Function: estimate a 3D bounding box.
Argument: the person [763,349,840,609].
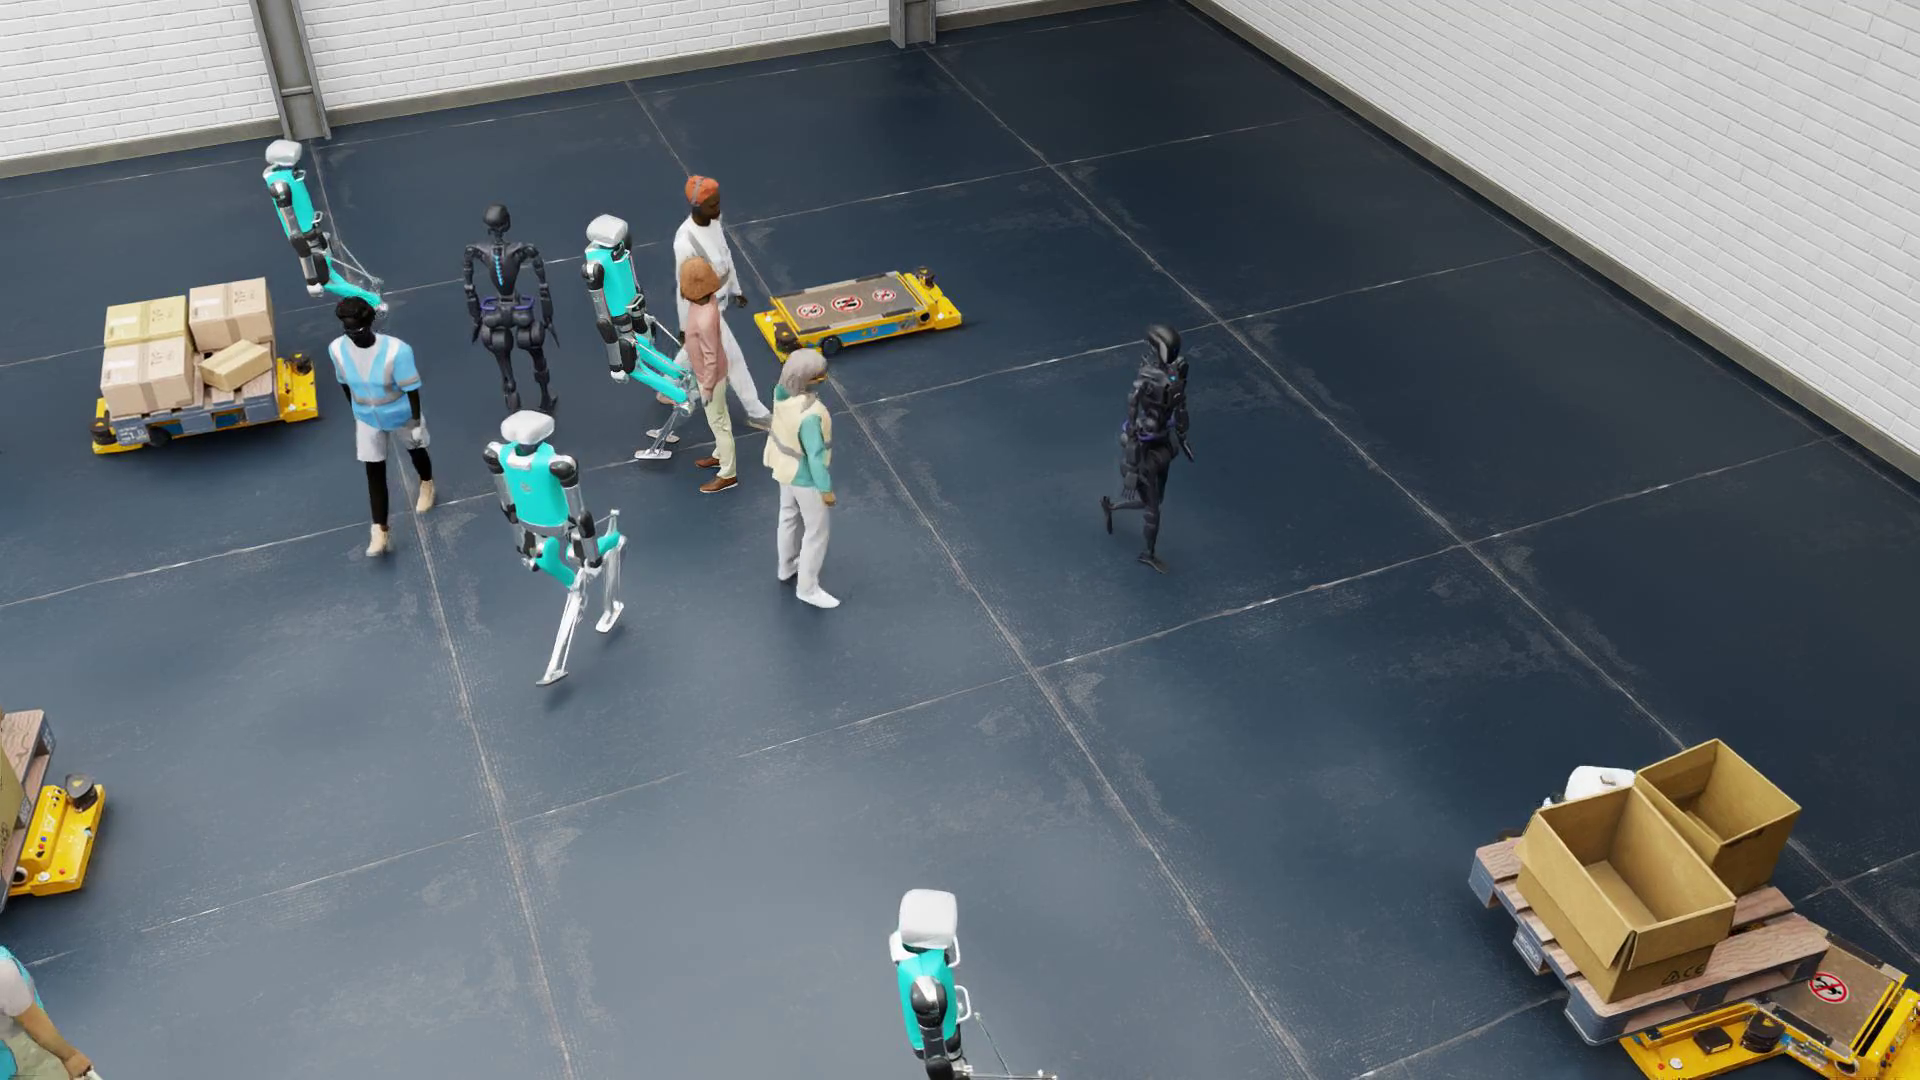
[{"bbox_3d":[-0.916,-0.367,9.580,0.372,1.698,0.559,-17,41,-20],"label":"person"}]

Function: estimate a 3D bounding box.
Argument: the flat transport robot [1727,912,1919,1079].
[{"bbox_3d":[3.747,2.005,7.664,1.431,0.231,0.659,31,47,34],"label":"flat transport robot"}]

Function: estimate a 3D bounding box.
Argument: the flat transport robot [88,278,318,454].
[{"bbox_3d":[-5.225,-0.958,11.521,1.431,0.231,0.659,-12,39,-15],"label":"flat transport robot"}]

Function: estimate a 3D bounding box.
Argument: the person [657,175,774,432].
[{"bbox_3d":[-1.680,-1.587,11.058,0.988,1.832,0.586,6,38,8],"label":"person"}]

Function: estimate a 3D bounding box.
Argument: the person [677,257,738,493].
[{"bbox_3d":[-1.601,-1.051,10.519,0.282,1.633,0.498,-6,38,-8],"label":"person"}]

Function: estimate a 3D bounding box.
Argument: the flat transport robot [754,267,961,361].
[{"bbox_3d":[-0.771,-1.699,12.485,1.431,0.231,0.659,-14,40,-18],"label":"flat transport robot"}]

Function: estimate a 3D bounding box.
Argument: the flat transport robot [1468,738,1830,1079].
[{"bbox_3d":[3.135,1.883,7.822,0.659,0.231,1.431,-11,39,-14],"label":"flat transport robot"}]

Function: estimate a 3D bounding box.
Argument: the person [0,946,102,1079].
[{"bbox_3d":[-3.691,1.954,6.446,0.614,1.827,0.647,13,39,16],"label":"person"}]

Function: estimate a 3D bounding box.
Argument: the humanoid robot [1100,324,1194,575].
[{"bbox_3d":[1.078,-0.582,9.886,0.597,1.632,0.587,28,46,32],"label":"humanoid robot"}]

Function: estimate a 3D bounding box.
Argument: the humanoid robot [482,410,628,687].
[{"bbox_3d":[-2.135,-0.043,9.133,0.549,1.739,1.031,12,39,15],"label":"humanoid robot"}]

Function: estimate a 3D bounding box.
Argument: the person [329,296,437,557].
[{"bbox_3d":[-3.483,-0.711,10.057,0.548,1.652,0.861,0,38,0],"label":"person"}]

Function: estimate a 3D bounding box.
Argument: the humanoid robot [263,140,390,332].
[{"bbox_3d":[-4.298,-1.927,11.608,0.751,1.822,0.531,-8,38,-10],"label":"humanoid robot"}]

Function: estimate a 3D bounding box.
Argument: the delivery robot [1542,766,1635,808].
[{"bbox_3d":[3.183,1.463,8.133,0.499,0.592,0.795,4,38,5],"label":"delivery robot"}]

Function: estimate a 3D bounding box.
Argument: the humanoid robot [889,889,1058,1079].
[{"bbox_3d":[0.128,2.007,6.498,1.041,1.764,0.550,-5,38,-7],"label":"humanoid robot"}]

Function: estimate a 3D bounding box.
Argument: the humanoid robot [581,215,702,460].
[{"bbox_3d":[-1.940,-1.248,10.587,0.739,1.673,0.531,9,38,11],"label":"humanoid robot"}]

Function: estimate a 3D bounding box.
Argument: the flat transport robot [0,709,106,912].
[{"bbox_3d":[-5.084,1.549,8.258,1.431,0.231,0.659,-7,38,-9],"label":"flat transport robot"}]

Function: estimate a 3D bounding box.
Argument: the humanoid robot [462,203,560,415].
[{"bbox_3d":[-2.977,-1.471,11.050,0.585,1.634,0.687,-3,38,-4],"label":"humanoid robot"}]
